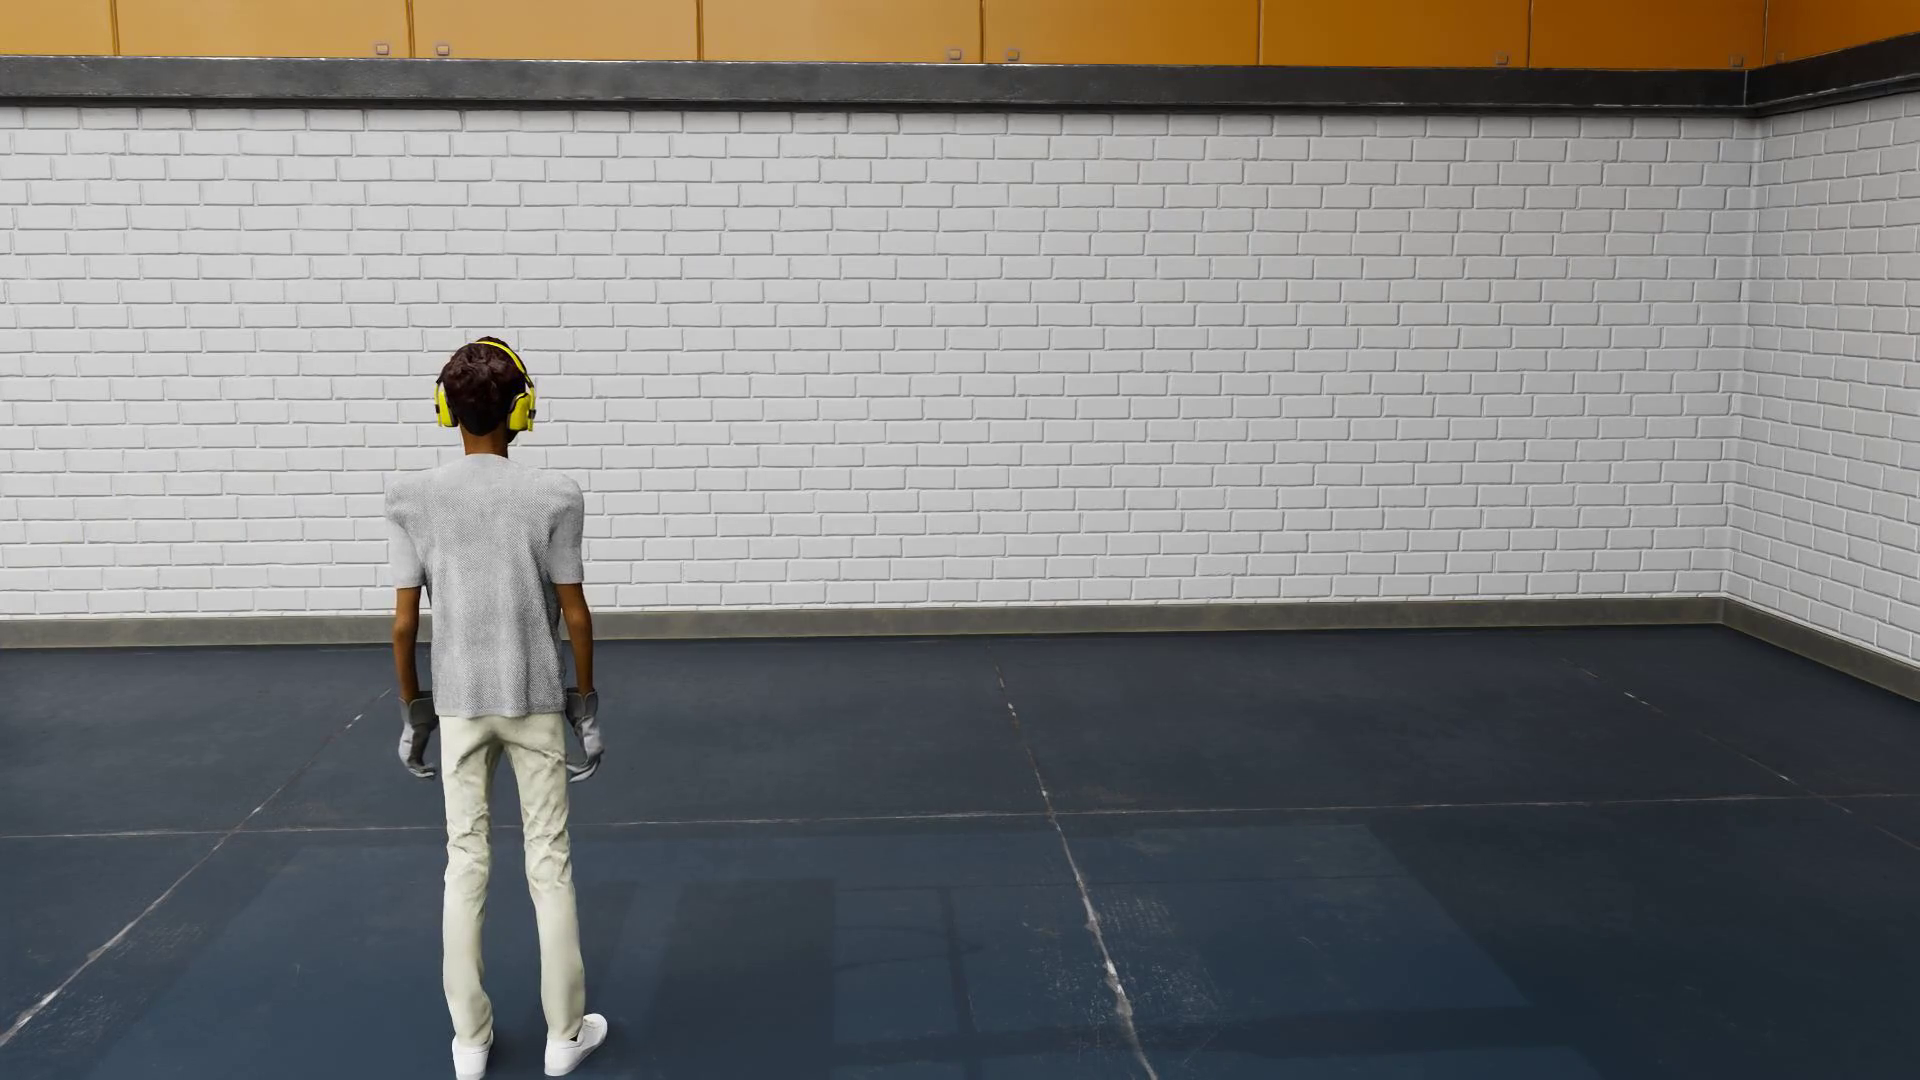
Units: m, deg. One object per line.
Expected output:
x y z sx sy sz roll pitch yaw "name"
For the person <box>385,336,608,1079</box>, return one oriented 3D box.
-1.154 0.432 4.182 0.512 1.873 0.329 -1 9 -4 "person"
